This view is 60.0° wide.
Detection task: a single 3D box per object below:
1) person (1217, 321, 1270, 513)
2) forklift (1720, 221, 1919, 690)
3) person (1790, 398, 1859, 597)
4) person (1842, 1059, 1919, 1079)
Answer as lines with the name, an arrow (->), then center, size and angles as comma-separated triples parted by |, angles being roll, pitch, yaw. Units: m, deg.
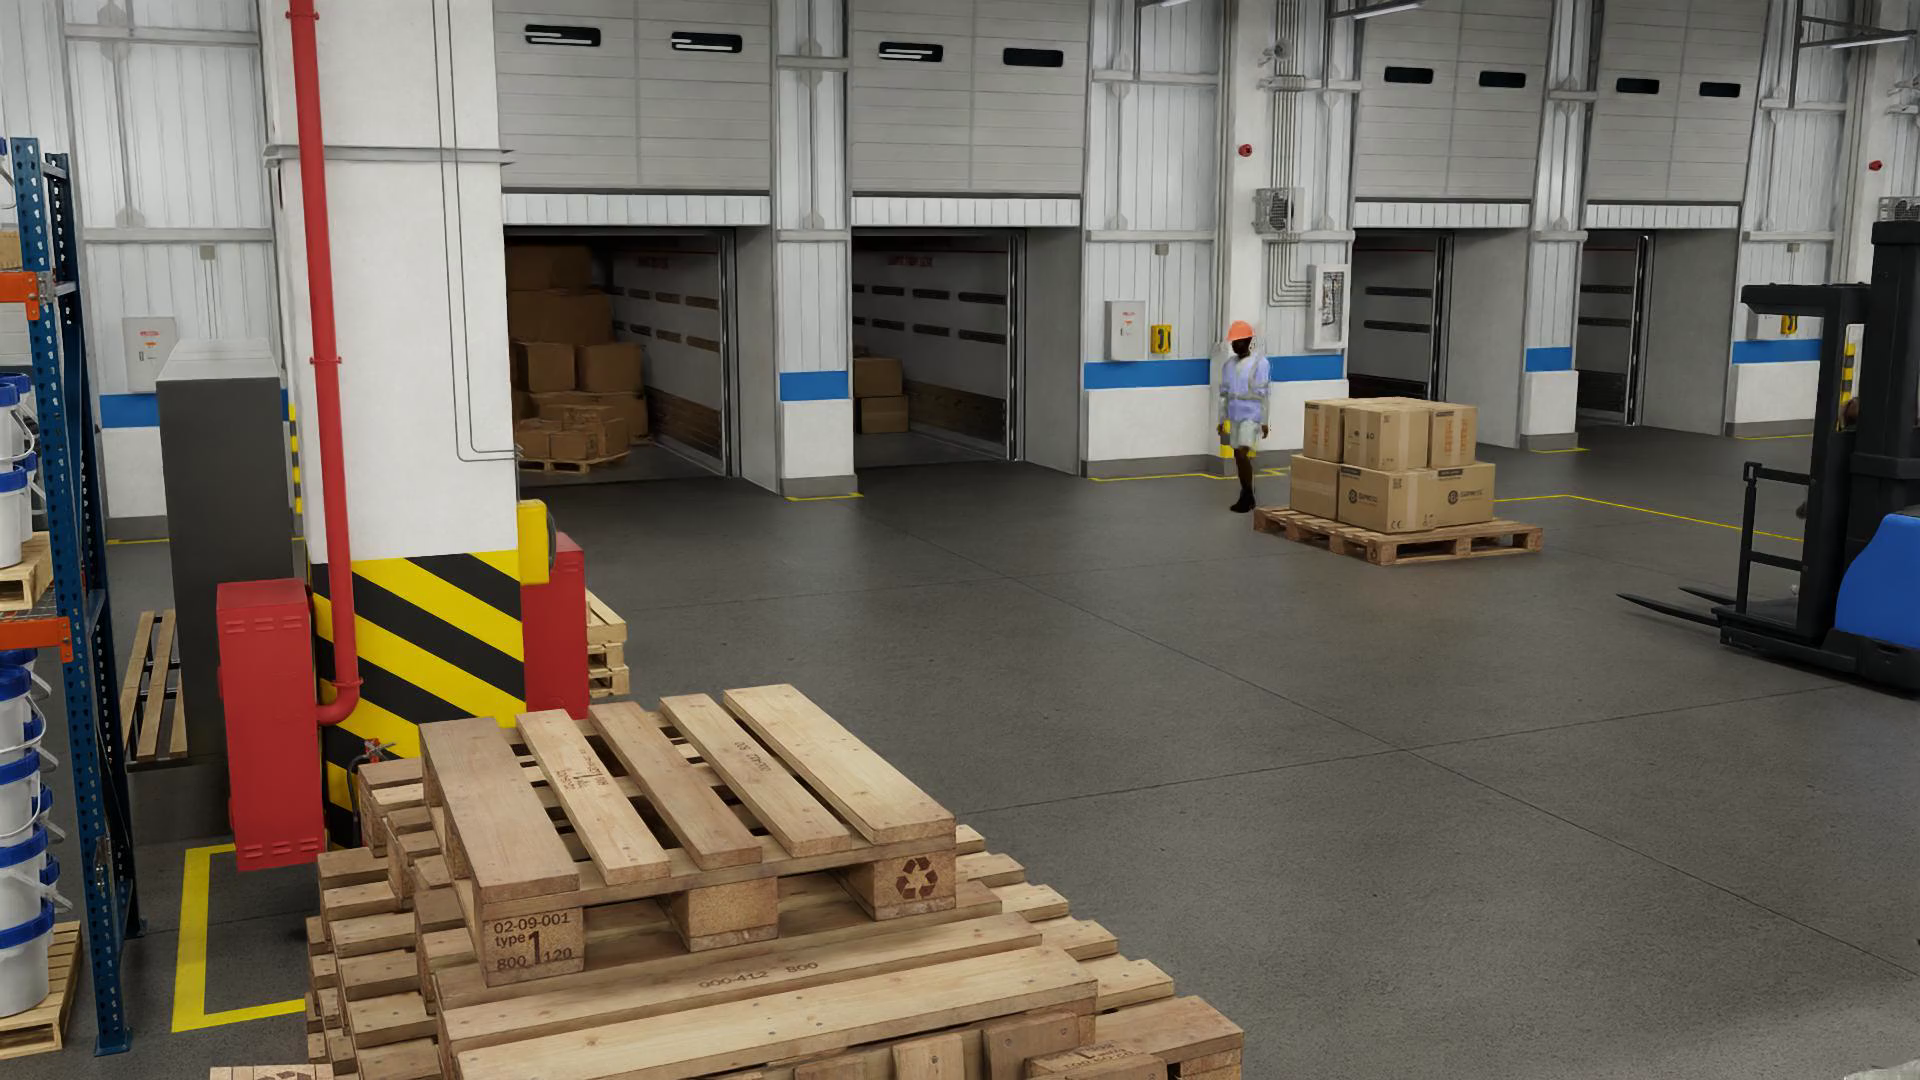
person -> 2.794, -1.215, 16.533 | 0.564, 1.913, 0.576 | -9, 13, -40
forklift -> 5.949, -0.550, 10.218 | 1.129, 2.768, 1.873 | -4, 11, -23
person -> 6.422, -0.230, 12.004 | 0.528, 1.581, 0.900 | -5, 11, -25
person -> 1.532, 1.373, 2.316 | 0.713, 1.900, 0.517 | 2, 10, 11
